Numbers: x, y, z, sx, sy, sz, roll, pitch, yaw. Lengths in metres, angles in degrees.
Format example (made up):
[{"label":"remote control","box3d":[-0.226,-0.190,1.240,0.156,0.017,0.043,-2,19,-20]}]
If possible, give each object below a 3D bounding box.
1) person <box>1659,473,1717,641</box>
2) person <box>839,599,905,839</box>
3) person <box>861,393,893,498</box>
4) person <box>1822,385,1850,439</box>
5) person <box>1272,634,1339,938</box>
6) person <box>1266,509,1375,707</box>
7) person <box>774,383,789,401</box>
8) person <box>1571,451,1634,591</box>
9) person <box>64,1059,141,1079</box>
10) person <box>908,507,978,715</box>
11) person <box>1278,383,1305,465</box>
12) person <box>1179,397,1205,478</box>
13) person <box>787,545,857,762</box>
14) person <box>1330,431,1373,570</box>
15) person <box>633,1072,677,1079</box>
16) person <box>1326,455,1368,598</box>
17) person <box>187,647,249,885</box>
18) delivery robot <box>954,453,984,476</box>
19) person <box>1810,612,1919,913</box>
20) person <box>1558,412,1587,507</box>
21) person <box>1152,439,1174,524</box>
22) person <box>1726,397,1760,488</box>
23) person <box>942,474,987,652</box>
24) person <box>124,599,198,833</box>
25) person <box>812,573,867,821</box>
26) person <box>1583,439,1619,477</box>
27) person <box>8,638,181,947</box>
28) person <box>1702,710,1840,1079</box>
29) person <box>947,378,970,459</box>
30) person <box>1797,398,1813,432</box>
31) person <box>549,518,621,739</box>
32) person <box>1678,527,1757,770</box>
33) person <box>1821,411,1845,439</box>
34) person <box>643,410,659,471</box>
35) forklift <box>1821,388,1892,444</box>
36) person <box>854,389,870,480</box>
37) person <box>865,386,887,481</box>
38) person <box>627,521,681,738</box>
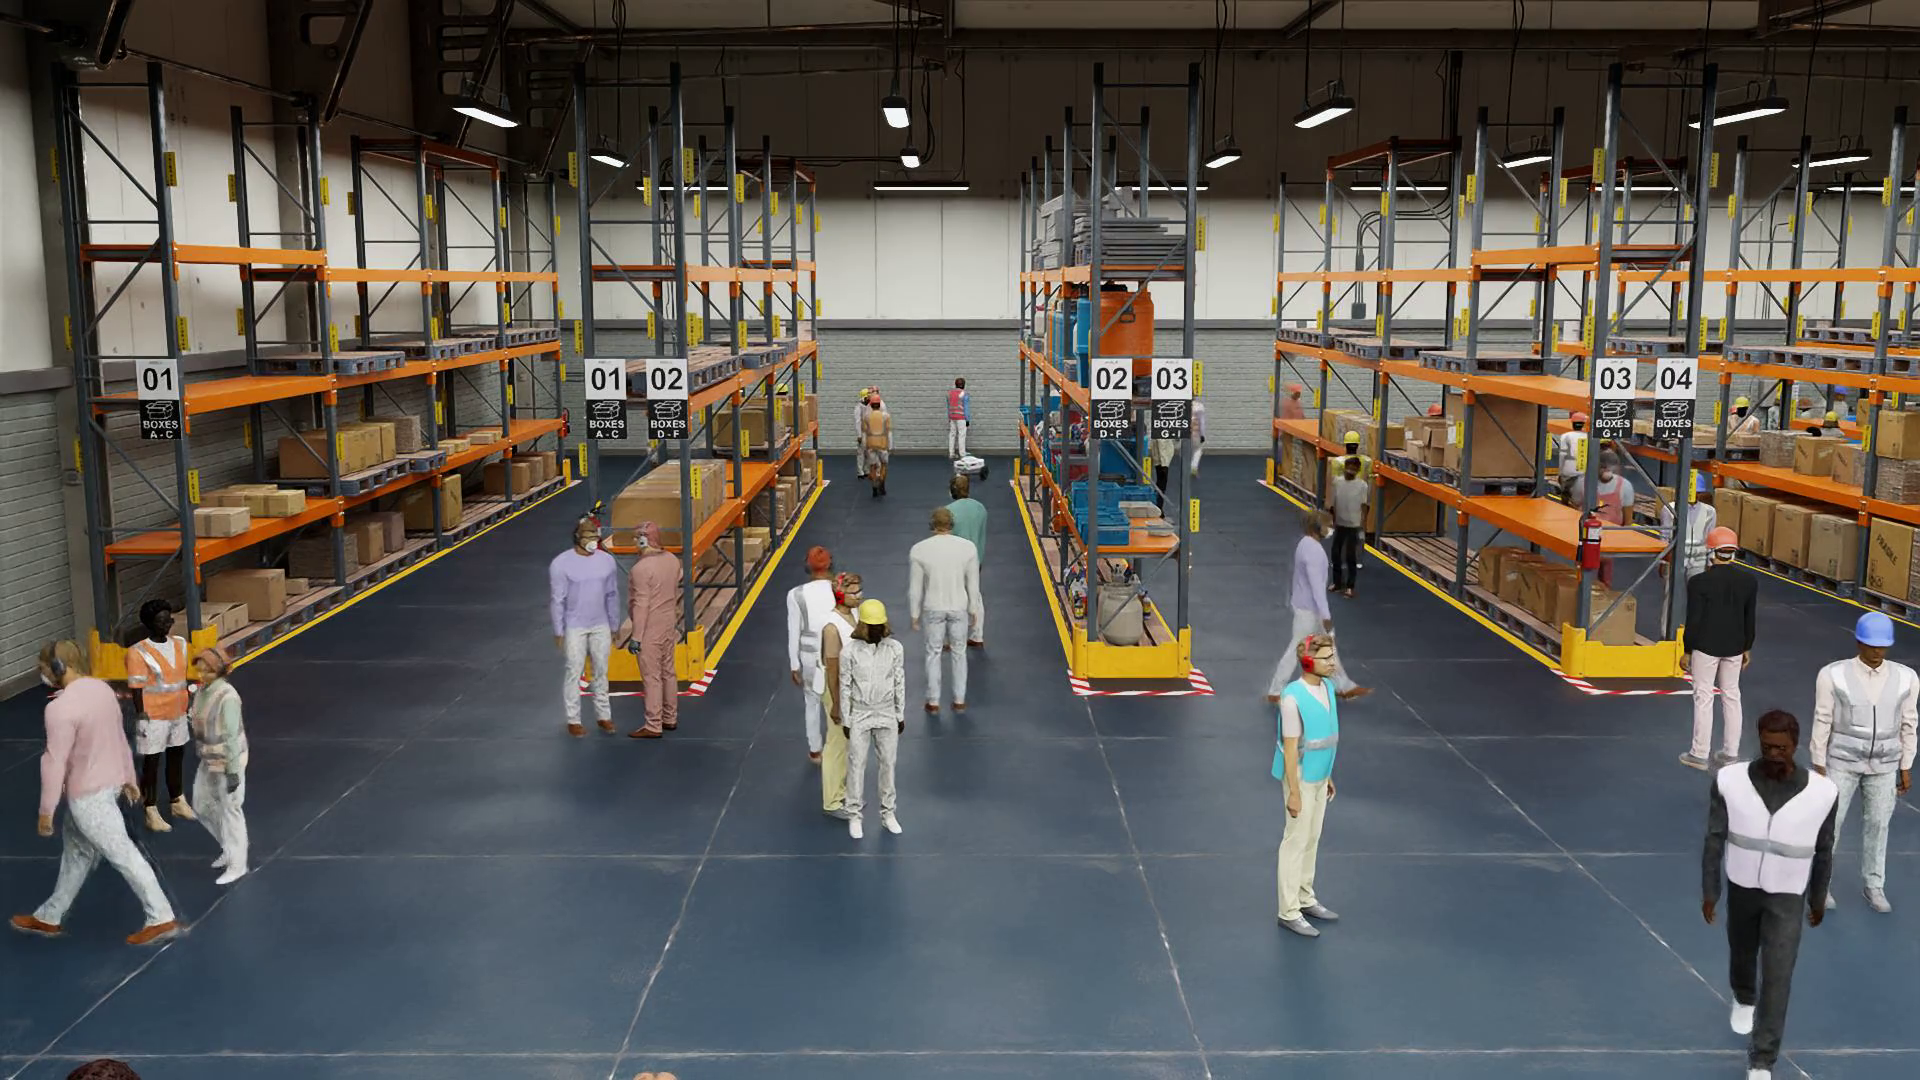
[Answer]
[{"label":"person","box3d":[7.862,0.233,17.994,0.598,1.939,0.415,1,9,6]},{"label":"person","box3d":[-0.620,1.274,11.932,0.485,1.738,0.320,-3,9,-20]},{"label":"person","box3d":[-1.536,-1.757,30.837,0.583,1.914,0.657,0,9,-2]},{"label":"person","box3d":[17.795,-2.206,33.842,0.610,1.889,1.036,-4,10,-25]},{"label":"person","box3d":[2.129,1.481,10.231,0.388,1.849,0.565,6,11,34]},{"label":"person","box3d":[3.351,0.643,15.508,1.005,1.878,0.643,2,9,10]},{"label":"person","box3d":[-3.577,-2.228,33.872,0.392,1.918,0.588,0,9,2]},{"label":"person","box3d":[7.733,-0.149,20.103,0.721,2.000,1.046,3,9,18]},{"label":"person","box3d":[-2.286,2.326,4.574,0.588,1.920,0.392,-1,9,-5]},{"label":"person","box3d":[-0.163,0.656,15.310,0.647,1.920,0.410,-1,9,-8]},{"label":"person","box3d":[6.763,-2.226,33.786,1.033,1.944,0.626,8,12,40]},{"label":"person","box3d":[4.658,-2.135,33.551,0.642,1.824,0.456,5,10,27]},{"label":"person","box3d":[-1.107,0.975,13.497,0.578,1.855,0.873,-1,9,-5]},{"label":"person","box3d":[5.400,-0.545,23.014,0.587,1.927,0.367,-1,9,-9]},{"label":"person","box3d":[-0.893,2.397,4.999,0.511,1.644,0.308,-1,9,-6]},{"label":"person","box3d":[4.882,-0.170,20.908,0.555,1.830,0.464,8,12,42]},{"label":"person","box3d":[-4.863,1.483,10.968,0.542,1.612,0.383,7,11,39]},{"label":"delivery robot","box3d":[0.187,-1.495,33.222,0.477,0.478,0.707,5,10,31]},{"label":"person","box3d":[5.696,1.398,10.500,0.601,1.938,0.418,2,9,11]},{"label":"person","box3d":[9.859,-1.108,26.695,0.569,1.901,0.874,1,9,6]},{"label":"person","box3d":[3.344,-1.259,27.375,0.369,1.996,0.622,1,9,5]},{"label":"person","box3d":[13.989,-1.604,29.827,0.384,1.928,0.588,-9,12,-44]},{"label":"person","box3d":[0.023,0.251,17.899,0.627,1.930,0.368,-8,12,-42]},{"label":"person","box3d":[-5.803,1.264,12.120,0.318,1.697,0.535,3,9,19]},{"label":"person","box3d":[-0.893,1.147,12.390,0.384,1.845,0.565,1,9,9]},{"label":"person","box3d":[9.484,-0.705,24.653,0.537,1.743,0.447,0,9,0]},{"label":"person","box3d":[-5.222,1.516,9.959,1.065,1.872,0.687,-1,9,-5]},{"label":"person","box3d":[4.105,1.748,8.457,0.585,1.878,1.001,5,10,30]},{"label":"person","box3d":[-0.019,-2.724,37.354,0.624,1.835,0.431,8,12,42]},{"label":"person","box3d":[17.061,-2.057,33.680,0.285,1.633,0.497,6,11,33]},{"label":"person","box3d":[-3.259,0.767,14.558,0.641,1.936,0.385,-7,11,-38]},{"label":"person","box3d":[6.185,0.882,13.615,0.623,1.992,0.397,-1,9,-9]},{"label":"person","box3d":[15.035,-1.354,28.805,0.484,1.745,0.296,5,10,31]},{"label":"person","box3d":[-5.267,-1.428,28.753,0.427,1.921,0.575,-1,9,-3]},{"label":"forklift","box3d":[20.072,-3.110,36.462,1.873,2.768,1.129,0,9,0]},{"label":"person","box3d":[-1.898,-2.127,33.492,0.403,1.834,0.589,4,10,23]},{"label":"person","box3d":[-1.720,-2.126,33.253,0.401,1.907,0.648,-5,10,-27]},{"label":"person","box3d":[-2.707,0.778,14.559,0.407,1.913,0.638,3,9,20]}]
